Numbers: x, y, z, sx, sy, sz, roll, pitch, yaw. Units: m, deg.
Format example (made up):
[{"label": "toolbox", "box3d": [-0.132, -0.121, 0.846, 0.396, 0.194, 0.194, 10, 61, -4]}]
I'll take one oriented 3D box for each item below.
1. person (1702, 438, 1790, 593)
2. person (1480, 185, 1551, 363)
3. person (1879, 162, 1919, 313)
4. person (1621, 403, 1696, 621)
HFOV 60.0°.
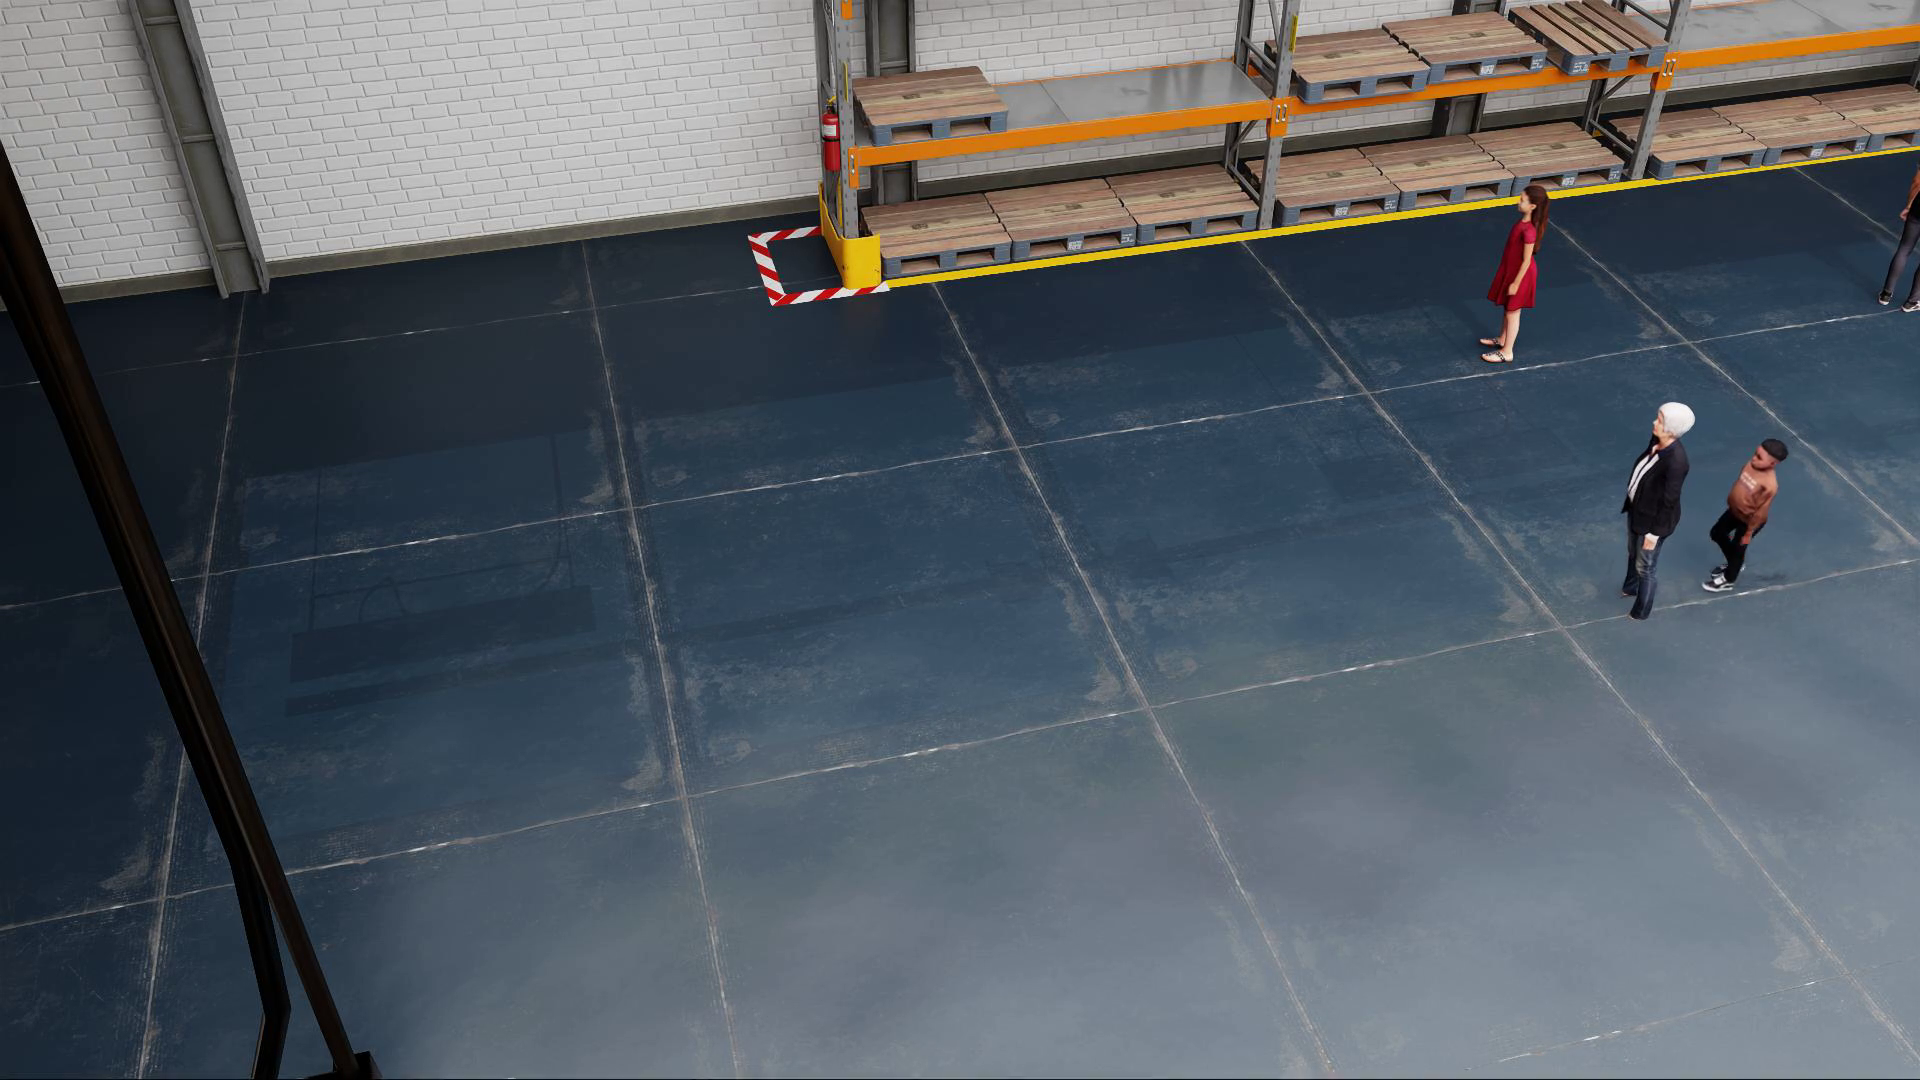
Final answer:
[{"label": "person", "box3d": [5.409, -0.164, 11.320, 0.553, 1.248, 0.544, -5, 39, -6]}, {"label": "person", "box3d": [4.569, -2.191, 13.613, 0.708, 1.554, 0.649, 6, 39, 7]}, {"label": "person", "box3d": [8.296, -2.816, 14.168, 0.703, 1.837, 0.711, -31, 48, -33]}, {"label": "person", "box3d": [4.620, -0.127, 11.072, 0.718, 1.780, 0.824, 4, 39, 5]}]
